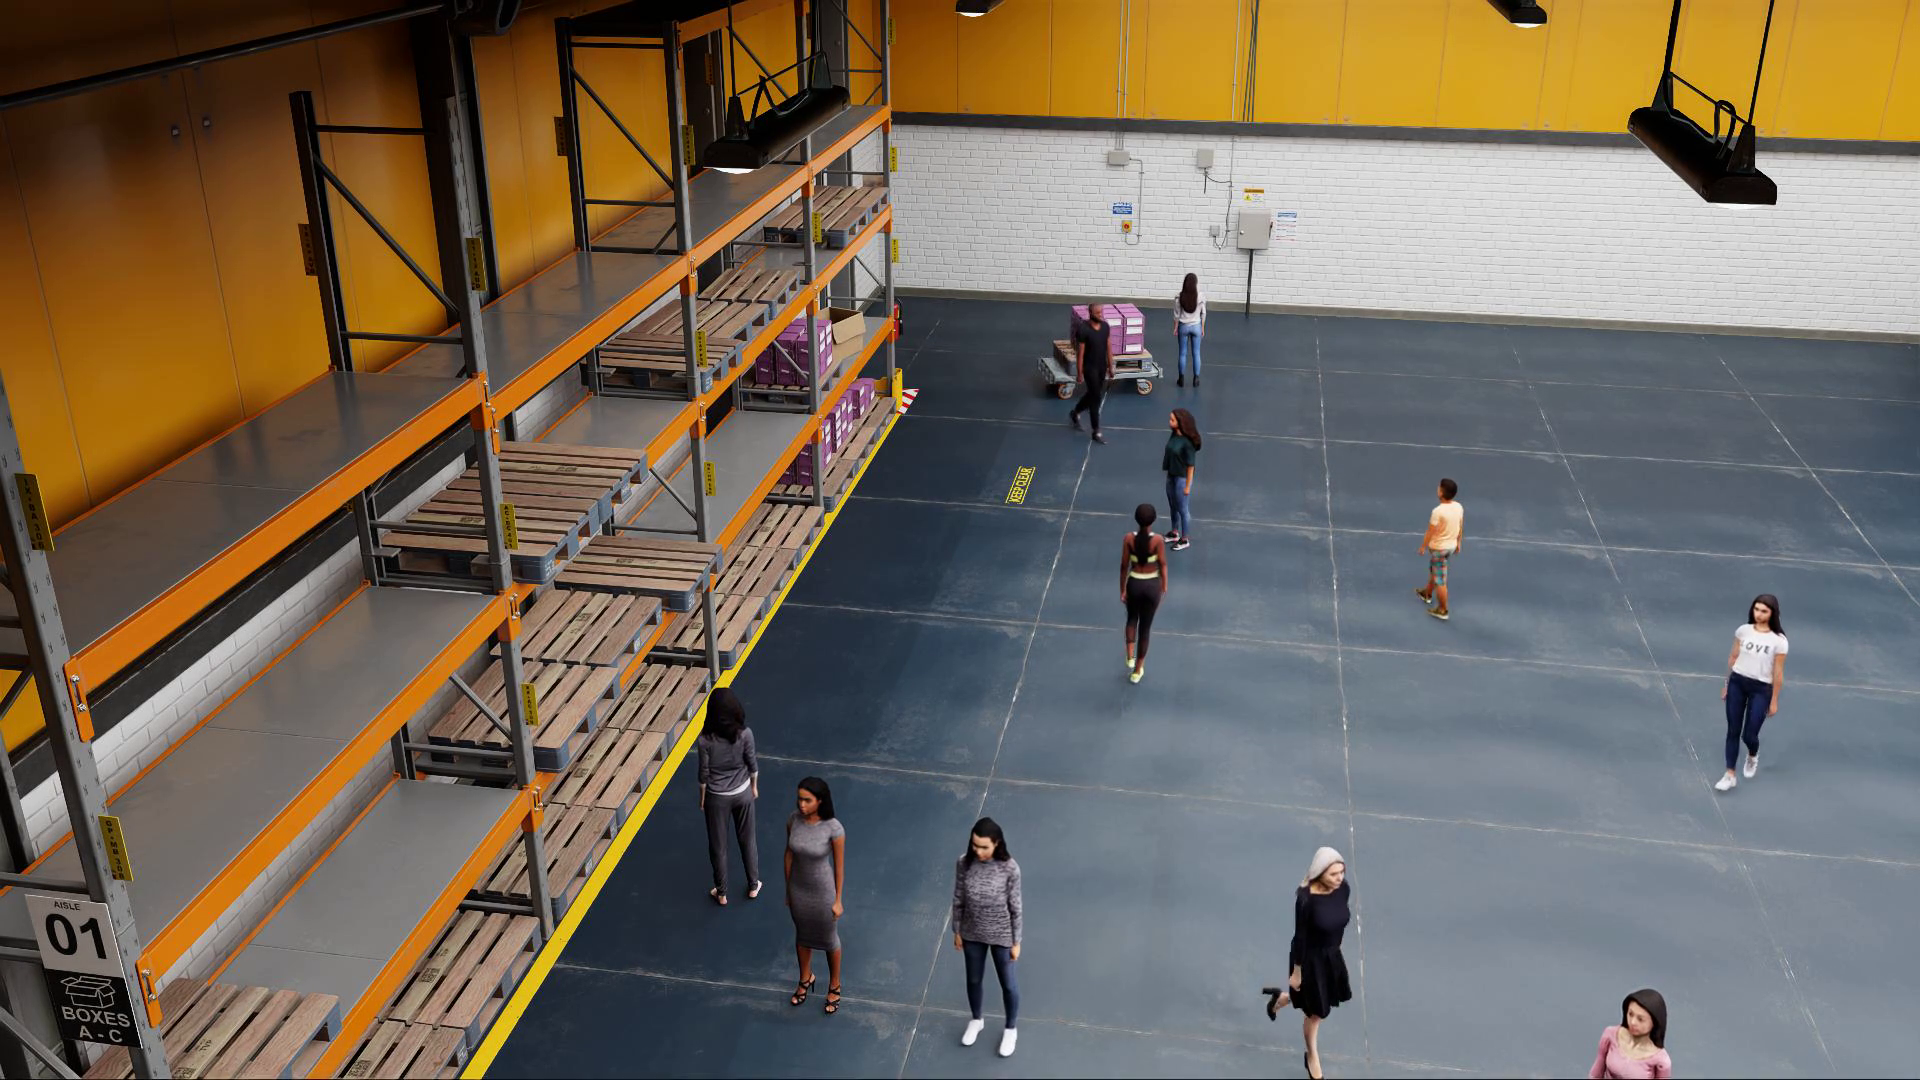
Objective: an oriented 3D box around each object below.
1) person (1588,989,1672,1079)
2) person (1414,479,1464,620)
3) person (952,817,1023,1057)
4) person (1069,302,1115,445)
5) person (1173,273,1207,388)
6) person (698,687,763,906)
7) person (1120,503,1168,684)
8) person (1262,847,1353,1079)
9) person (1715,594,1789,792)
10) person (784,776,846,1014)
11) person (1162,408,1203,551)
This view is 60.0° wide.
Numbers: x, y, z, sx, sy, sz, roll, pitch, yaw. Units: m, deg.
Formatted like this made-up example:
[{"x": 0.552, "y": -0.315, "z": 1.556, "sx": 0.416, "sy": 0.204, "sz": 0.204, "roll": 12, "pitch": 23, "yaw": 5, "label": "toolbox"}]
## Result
[{"x": 3.684, "y": 3.215, "z": 9.241, "sx": 0.671, "sy": 1.742, "sz": 0.641, "roll": -21, "pitch": 31, "yaw": -40, "label": "person"}, {"x": 4.903, "y": 0.110, "z": 16.720, "sx": 0.830, "sy": 1.441, "sz": 0.918, "roll": -14, "pitch": 27, "yaw": -28, "label": "person"}, {"x": 0.196, "y": 2.538, "z": 10.805, "sx": 0.642, "sy": 1.730, "sz": 0.569, "roll": 7, "pitch": 25, "yaw": 15, "label": "person"}, {"x": 1.686, "y": -2.226, "z": 21.617, "sx": 1.116, "sy": 1.800, "sz": 1.167, "roll": -16, "pitch": 28, "yaw": -32, "label": "person"}, {"x": 3.254, "y": -2.978, "z": 23.548, "sx": 0.620, "sy": 1.630, "sz": 0.539, "roll": 1, "pitch": 24, "yaw": 3, "label": "person"}, {"x": -1.704, "y": 1.884, "z": 12.258, "sx": 0.675, "sy": 1.764, "sz": 0.671, "roll": -8, "pitch": 25, "yaw": -17, "label": "person"}, {"x": 1.681, "y": 0.522, "z": 15.408, "sx": 0.607, "sy": 1.737, "sz": 0.713, "roll": 7, "pitch": 25, "yaw": 16, "label": "person"}, {"x": 2.200, "y": 2.648, "z": 10.556, "sx": 0.933, "sy": 1.727, "sz": 1.026, "roll": -13, "pitch": 27, "yaw": -26, "label": "person"}, {"x": 6.557, "y": 1.243, "z": 13.718, "sx": 0.889, "sy": 1.770, "sz": 0.822, "roll": -19, "pitch": 30, "yaw": -36, "label": "person"}, {"x": -0.969, "y": 2.367, "z": 11.132, "sx": 0.619, "sy": 1.781, "sz": 0.573, "roll": 9, "pitch": 25, "yaw": 19, "label": "person"}, {"x": 2.423, "y": -0.686, "z": 18.324, "sx": 0.768, "sy": 1.614, "sz": 0.688, "roll": -10, "pitch": 26, "yaw": -23, "label": "person"}]
